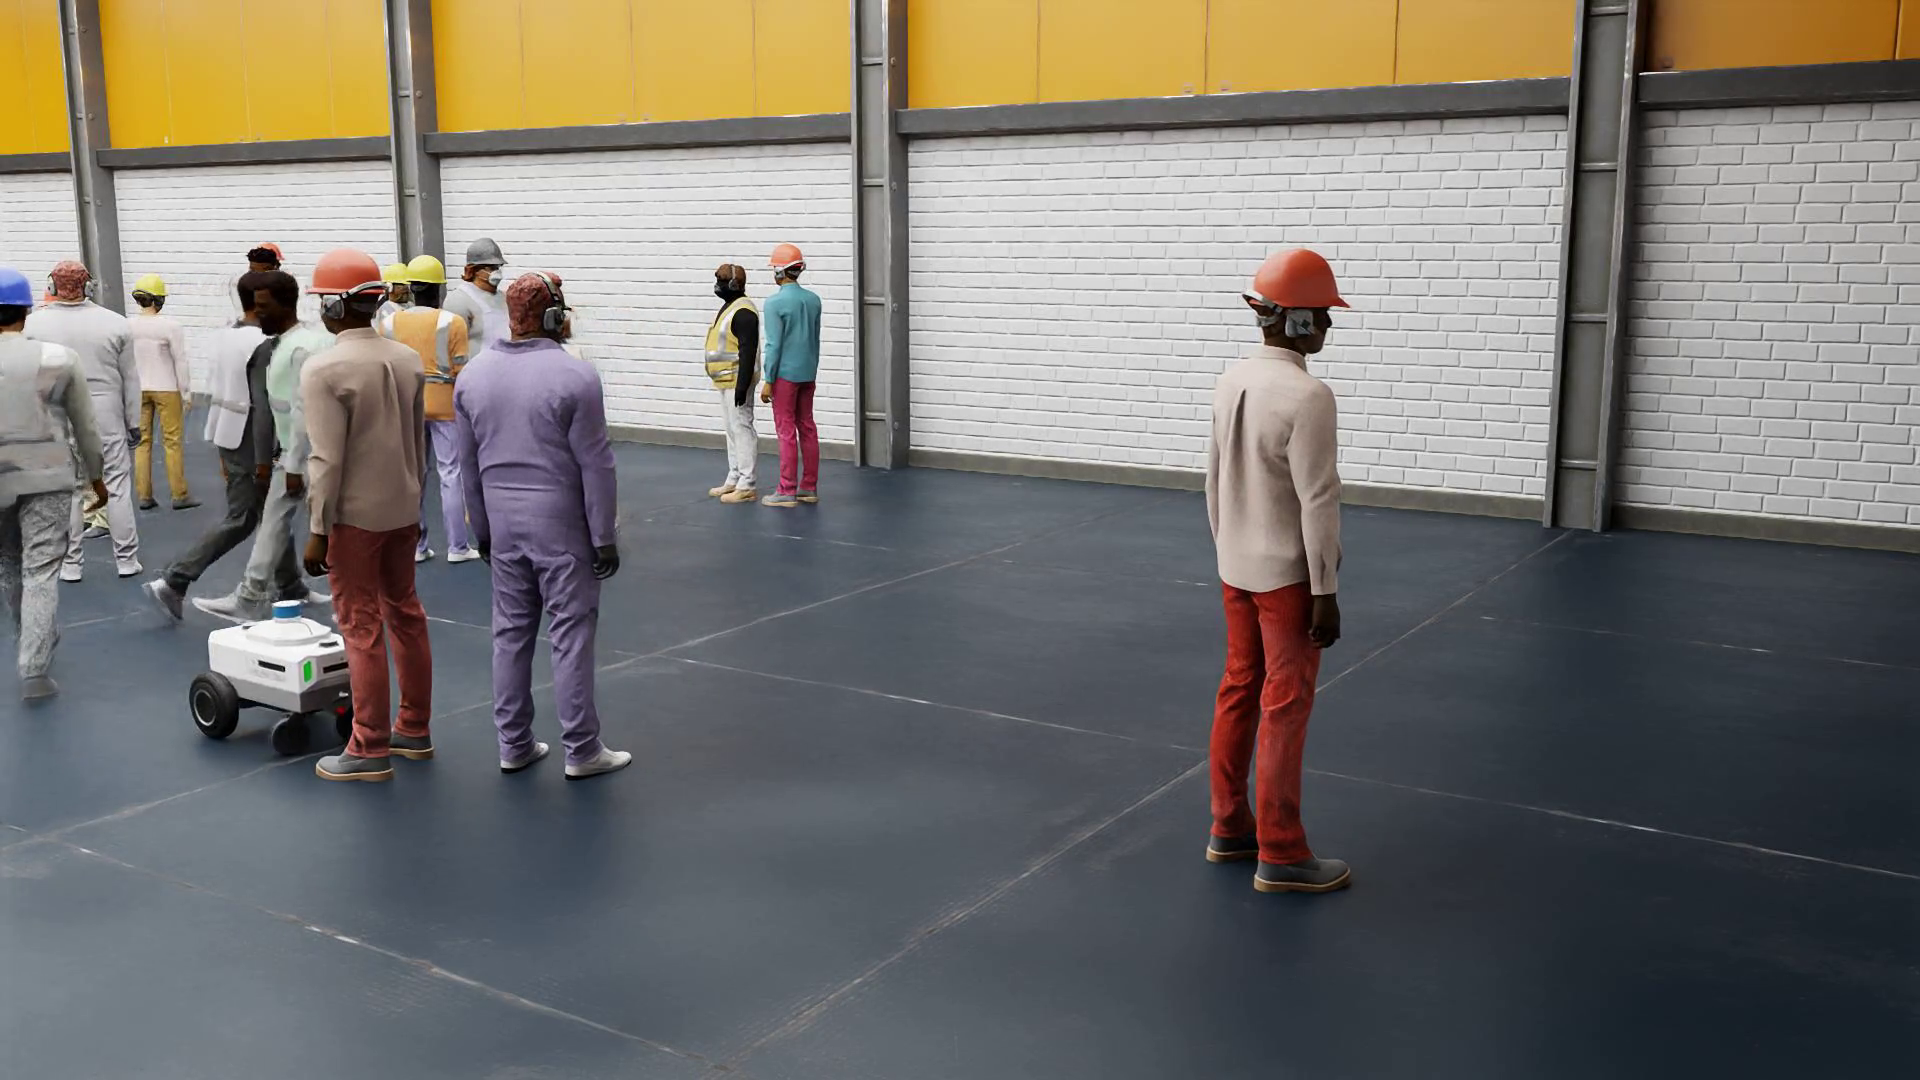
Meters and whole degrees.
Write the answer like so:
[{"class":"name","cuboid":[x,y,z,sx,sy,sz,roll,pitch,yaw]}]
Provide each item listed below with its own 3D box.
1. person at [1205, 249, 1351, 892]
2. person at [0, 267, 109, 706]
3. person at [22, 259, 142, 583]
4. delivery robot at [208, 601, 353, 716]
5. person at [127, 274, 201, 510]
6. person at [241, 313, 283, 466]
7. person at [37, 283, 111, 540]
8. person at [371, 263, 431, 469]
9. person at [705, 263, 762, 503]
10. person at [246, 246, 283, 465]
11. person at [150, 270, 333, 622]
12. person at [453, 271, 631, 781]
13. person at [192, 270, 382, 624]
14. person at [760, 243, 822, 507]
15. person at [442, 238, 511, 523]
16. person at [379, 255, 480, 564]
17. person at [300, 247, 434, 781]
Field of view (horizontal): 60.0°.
[{"class":"person","cuboid":[1.002,0.098,5.214,0.385,1.993,0.624,-4,11,-21]},{"class":"person","cuboid":[-4.195,-0.266,7.503,0.612,1.891,1.002,-2,10,-13]},{"class":"person","cuboid":[-5.205,-0.699,9.880,0.641,1.908,0.407,-6,12,-30]},{"class":"delivery robot","cuboid":[-2.724,0.491,6.770,0.707,0.478,0.477,7,12,34]},{"class":"person","cuboid":[-6.045,-1.106,12.522,0.531,1.767,0.328,0,10,2]},{"class":"person","cuboid":[-6.059,-1.484,14.676,0.484,1.745,0.296,2,10,9]},{"class":"person","cuboid":[-6.005,-0.879,11.298,0.342,1.748,0.573,-9,13,-40]},{"class":"person","cuboid":[-4.892,-1.490,14.491,0.403,1.825,0.593,5,11,25]},{"class":"person","cuboid":[-1.759,-1.213,12.904,0.429,1.845,0.622,-4,11,-20]},{"class":"person","cuboid":[-6.216,-1.666,15.066,0.365,1.964,0.610,-8,13,-36]},{"class":"person","cuboid":[-3.861,-0.493,8.848,0.924,1.881,0.605,-9,13,-40]},{"class":"person","cuboid":[-1.550,-0.046,6.256,0.648,1.907,0.409,4,11,21]},{"class":"person","cuboid":[-3.488,-0.453,8.633,1.001,1.857,0.606,-6,12,-30]},{"class":"person","cuboid":[-1.292,-1.252,12.693,0.376,1.995,0.612,7,12,32]},{"class":"person","cuboid":[-3.343,-1.140,11.948,0.536,2.000,0.676,4,11,21]},{"class":"person","cuboid":[-3.301,-0.802,10.391,0.586,1.928,0.364,1,10,7]},{"class":"person","cuboid":[-2.240,-0.092,6.267,0.381,1.994,0.617,3,11,18]}]
